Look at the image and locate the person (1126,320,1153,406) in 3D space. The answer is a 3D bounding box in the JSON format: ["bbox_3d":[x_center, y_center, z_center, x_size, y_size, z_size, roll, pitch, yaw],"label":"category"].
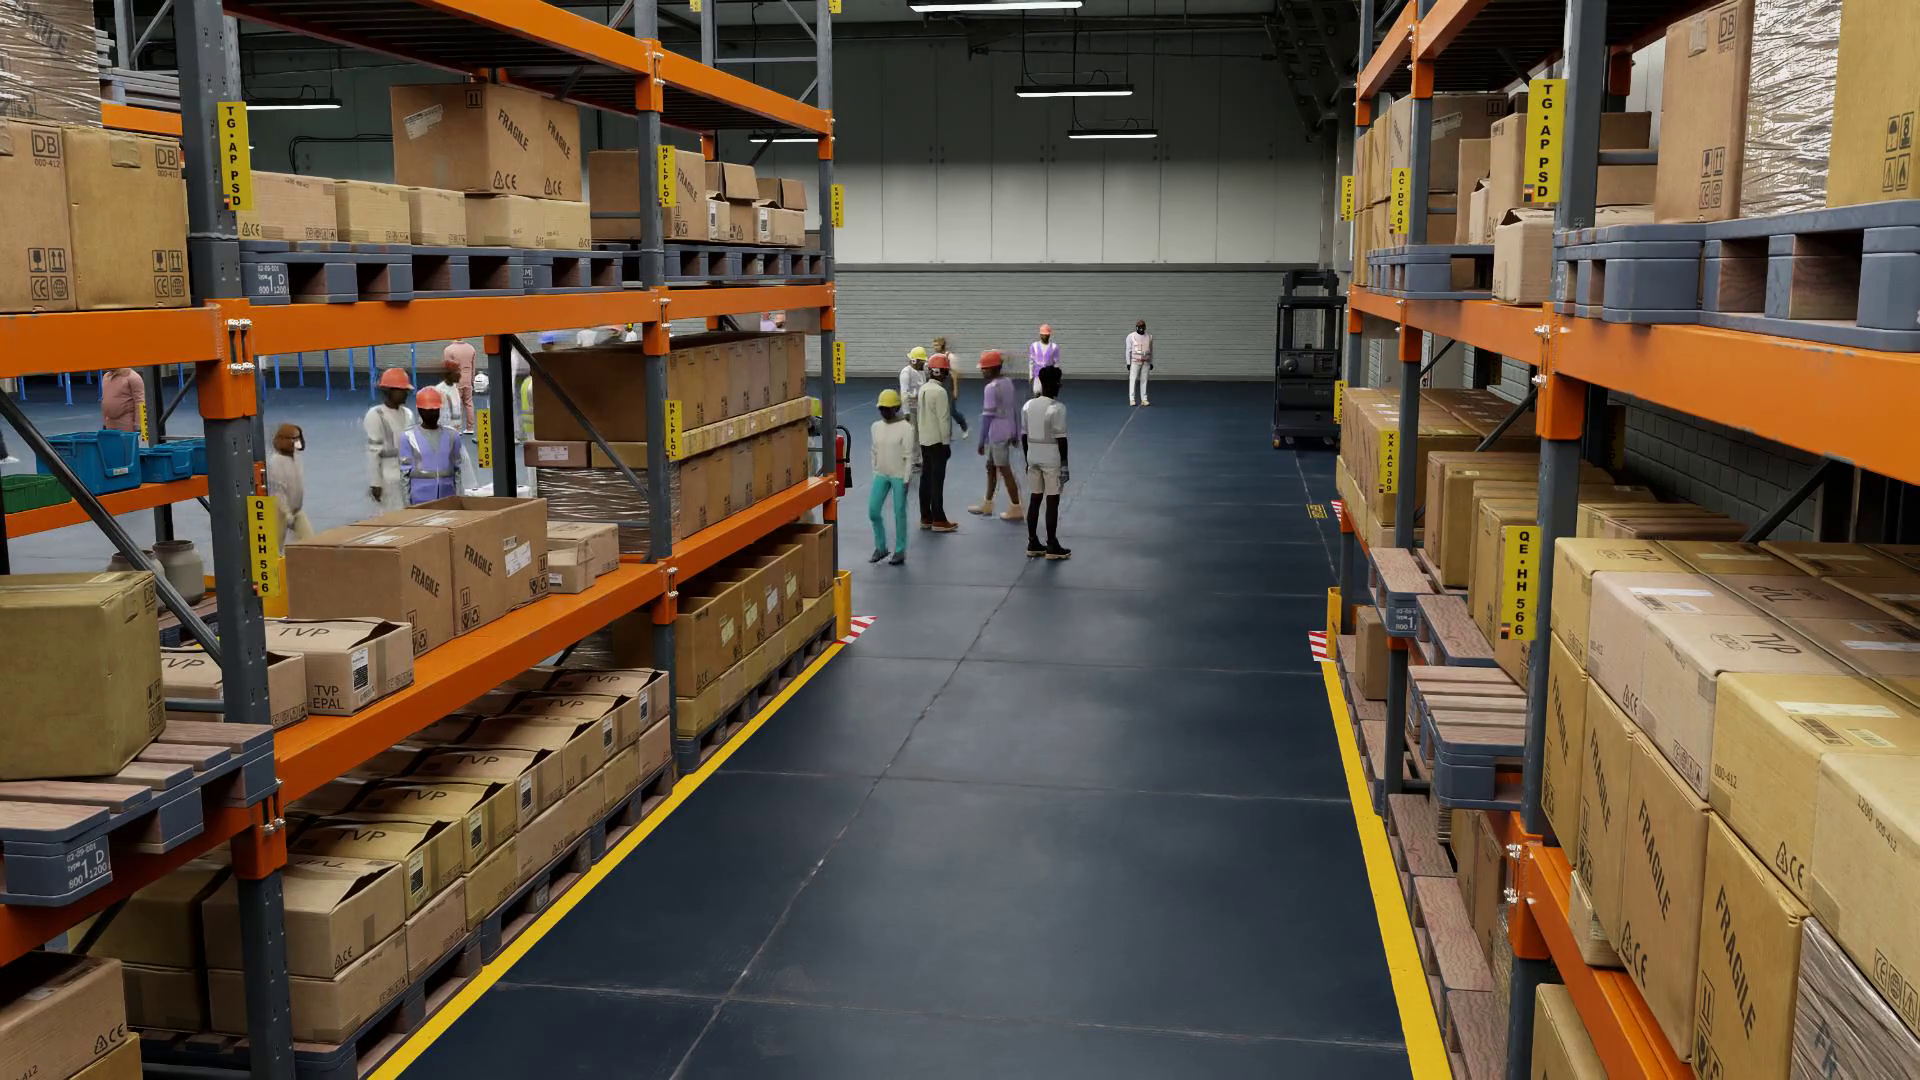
[{"bbox_3d":[3.919,-3.846,36.150,0.635,1.842,0.429,-3,10,-17],"label":"person"}]

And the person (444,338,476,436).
[{"bbox_3d":[-8.911,-2.811,29.570,0.407,1.908,0.641,6,11,33],"label":"person"}]

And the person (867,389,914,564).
[{"bbox_3d":[-0.698,-0.620,16.529,0.532,1.749,0.516,5,11,29],"label":"person"}]

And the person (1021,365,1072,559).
[{"bbox_3d":[0.890,-0.805,17.006,0.361,1.963,0.613,-8,12,-41],"label":"person"}]

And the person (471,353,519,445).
[{"bbox_3d":[-7.677,-2.462,27.557,0.655,1.854,0.979,5,10,28],"label":"person"}]

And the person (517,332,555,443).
[{"bbox_3d":[-6.867,-2.483,27.541,0.887,1.902,0.625,-8,12,-41],"label":"person"}]

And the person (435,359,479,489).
[{"bbox_3d":[-6.170,-1.284,20.344,0.922,1.841,0.588,1,9,7],"label":"person"}]

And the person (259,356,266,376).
[{"bbox_3d":[-14.602,-3.554,34.100,0.778,1.910,0.557,5,11,29],"label":"person"}]

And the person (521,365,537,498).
[{"bbox_3d":[-5.267,-1.369,20.892,0.429,1.838,0.622,-6,11,-32],"label":"person"}]

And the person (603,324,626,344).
[{"bbox_3d":[-6.509,-3.215,31.878,0.630,1.955,0.908,5,10,27],"label":"person"}]

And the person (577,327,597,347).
[{"bbox_3d":[-8.684,-4.248,38.803,0.481,1.809,1.059,-3,10,-18],"label":"person"}]

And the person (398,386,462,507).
[{"bbox_3d":[-4.523,-0.350,14.289,0.545,1.939,0.354,-7,11,-37],"label":"person"}]

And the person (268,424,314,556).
[{"bbox_3d":[-5.775,-0.208,14.481,0.849,1.592,0.523,2,9,12],"label":"person"}]

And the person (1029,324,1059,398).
[{"bbox_3d":[1.588,-3.115,31.382,0.573,1.925,0.496,1,9,8],"label":"person"}]

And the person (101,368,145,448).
[{"bbox_3d":[-10.974,-1.544,21.751,0.655,1.906,0.407,3,10,20],"label":"person"}]

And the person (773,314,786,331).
[{"bbox_3d":[-4.144,-4.266,38.510,0.556,1.915,0.580,7,11,36],"label":"person"}]

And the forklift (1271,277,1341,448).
[{"bbox_3d":[5.847,-3.016,27.970,1.129,2.768,1.873,1,9,9],"label":"forklift"}]

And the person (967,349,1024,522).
[{"bbox_3d":[0.358,-1.219,19.444,0.912,2.001,0.639,4,10,25],"label":"person"}]

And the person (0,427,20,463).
[{"bbox_3d":[-14.936,-2.086,25.222,0.993,1.877,0.610,0,9,0],"label":"person"}]

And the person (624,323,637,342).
[{"bbox_3d":[-7.348,-4.007,37.070,0.324,1.867,0.514,-4,10,-24],"label":"person"}]

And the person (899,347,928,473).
[{"bbox_3d":[-0.654,-1.911,24.307,0.403,1.820,0.603,5,10,28],"label":"person"}]

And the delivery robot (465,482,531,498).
[{"bbox_3d":[-5.366,-0.497,19.298,0.707,0.478,0.477,-5,11,-29],"label":"delivery robot"}]

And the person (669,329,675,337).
[{"bbox_3d":[-7.193,-4.502,40.809,0.514,1.643,0.307,2,9,11],"label":"person"}]

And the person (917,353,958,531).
[{"bbox_3d":[-0.267,-1.114,18.845,0.392,1.989,0.610,-5,10,-26],"label":"person"}]

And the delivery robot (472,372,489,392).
[{"bbox_3d":[-11.308,-3.732,39.249,0.477,0.478,0.707,-1,9,-6],"label":"delivery robot"}]

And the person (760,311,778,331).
[{"bbox_3d":[-4.927,-4.911,42.522,0.643,1.909,0.410,0,9,3],"label":"person"}]

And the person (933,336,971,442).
[{"bbox_3d":[-0.163,-2.583,28.471,0.630,1.811,0.546,-7,11,-36],"label":"person"}]

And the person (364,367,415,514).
[{"bbox_3d":[-5.284,-0.593,15.495,0.587,2.029,0.641,3,10,19],"label":"person"}]

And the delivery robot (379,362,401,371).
[{"bbox_3d":[-14.772,-4.507,43.228,0.698,0.223,0.335,4,10,24],"label":"delivery robot"}]

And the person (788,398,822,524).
[{"bbox_3d":[-1.583,-0.397,15.073,0.829,1.787,0.625,-3,10,-18],"label":"person"}]
